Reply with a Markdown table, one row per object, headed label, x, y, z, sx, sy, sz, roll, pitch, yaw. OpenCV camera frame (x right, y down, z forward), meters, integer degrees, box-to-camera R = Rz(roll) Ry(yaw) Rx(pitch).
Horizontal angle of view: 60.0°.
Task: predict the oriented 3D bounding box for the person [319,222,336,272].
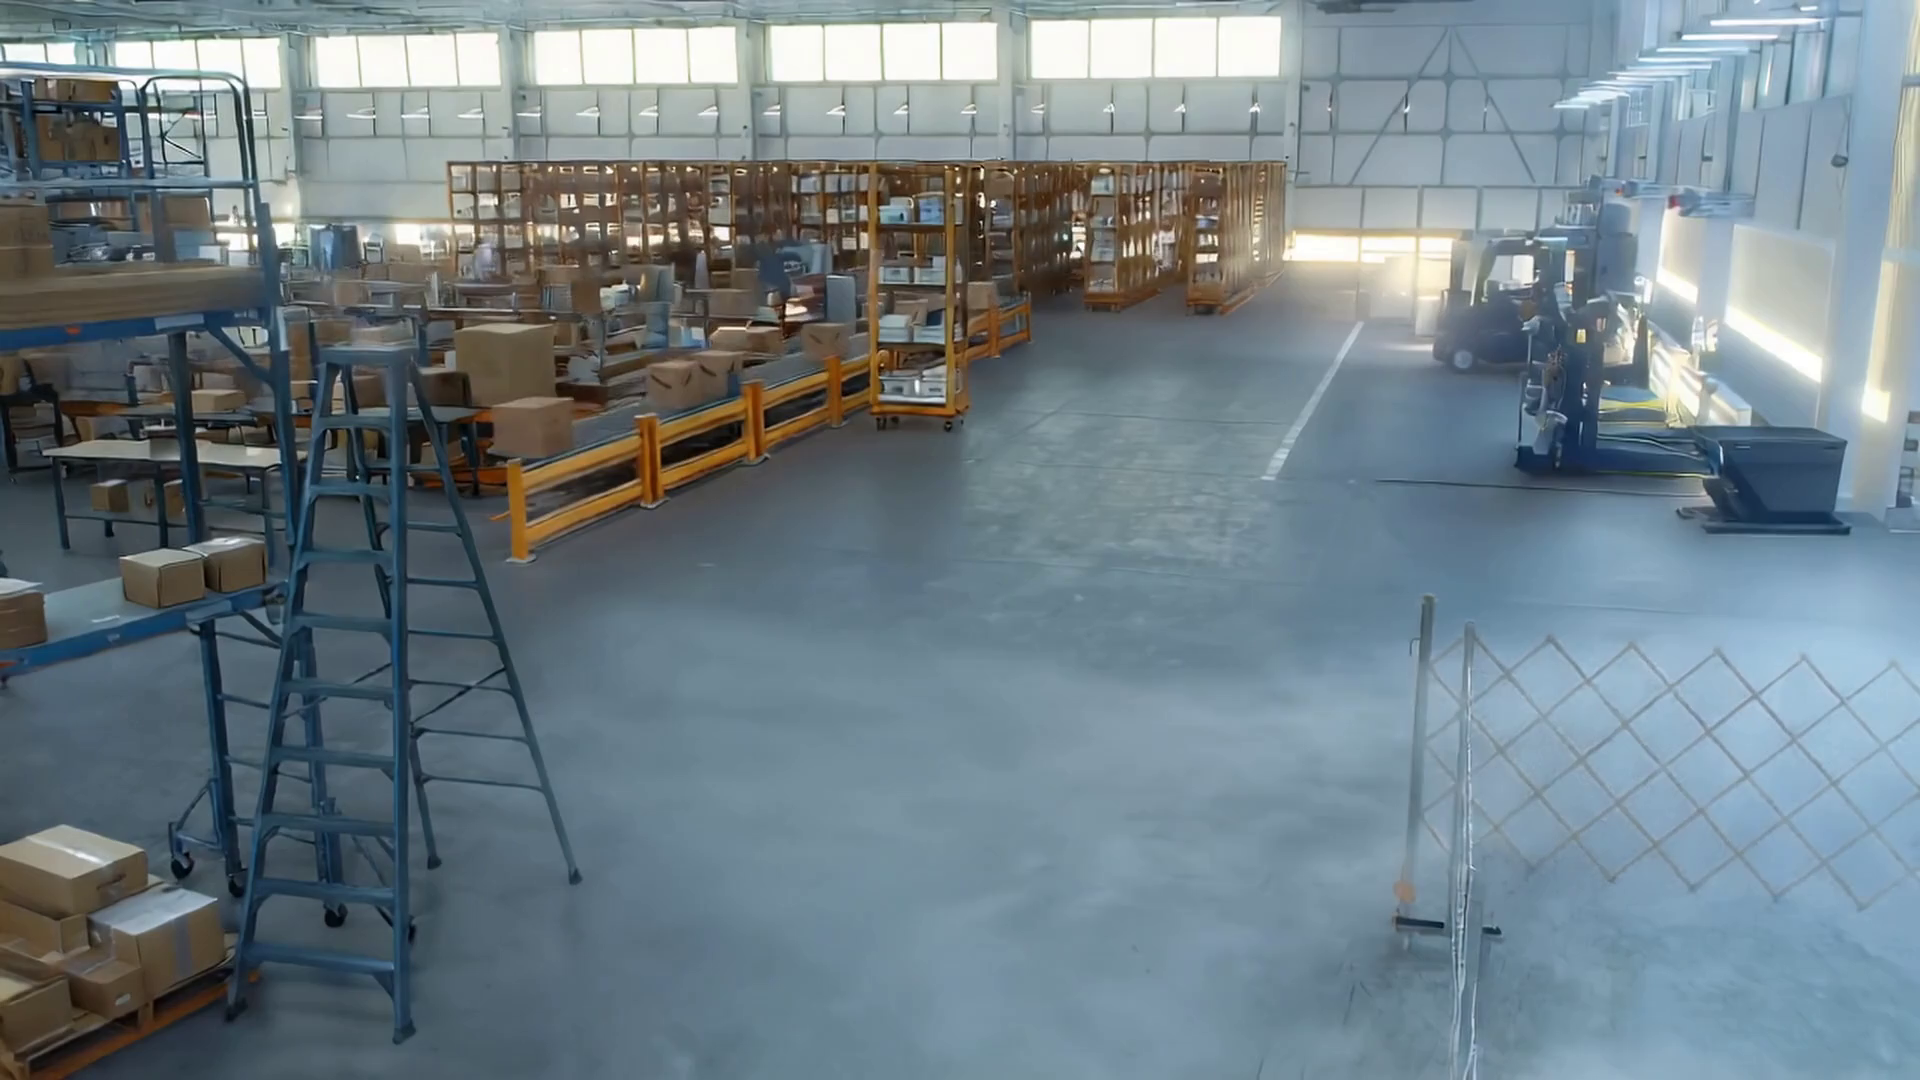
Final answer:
| label | x | y | z | sx | sy | sz | roll | pitch | yaw |
| --- | --- | --- | --- | --- | --- | --- | --- | --- | --- |
| person | -20.727 | -9.592 | 54.454 | 0.527 | 1.626 | 0.328 | 3 | 13 | 12 |

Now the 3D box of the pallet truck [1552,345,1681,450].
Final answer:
| label | x | y | z | sx | sy | sz | roll | pitch | yaw |
| --- | --- | --- | --- | --- | --- | --- | --- | --- | --- |
| pallet truck | 8.641 | -1.896 | 21.908 | 1.630 | 1.274 | 0.653 | 4 | 14 | 16 |

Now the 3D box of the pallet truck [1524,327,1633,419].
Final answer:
| label | x | y | z | sx | sy | sz | roll | pitch | yaw |
| --- | --- | --- | --- | --- | --- | --- | --- | --- | --- |
| pallet truck | 9.065 | -2.460 | 24.370 | 1.522 | 1.261 | 0.704 | 3 | 13 | 14 |

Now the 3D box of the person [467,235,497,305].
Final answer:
| label | x | y | z | sx | sy | sz | roll | pitch | yaw |
| --- | --- | --- | --- | --- | --- | --- | --- | --- | --- |
| person | -12.200 | -6.869 | 42.356 | 0.974 | 1.780 | 0.611 | 4 | 14 | 17 |

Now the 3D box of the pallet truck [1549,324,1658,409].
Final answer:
| label | x | y | z | sx | sy | sz | roll | pitch | yaw |
| --- | --- | --- | --- | --- | --- | --- | --- | --- | --- |
| pallet truck | 9.824 | -2.669 | 25.407 | 1.601 | 1.201 | 0.680 | 4 | 14 | 16 |

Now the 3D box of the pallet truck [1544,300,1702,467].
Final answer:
| label | x | y | z | sx | sy | sz | roll | pitch | yaw |
| --- | --- | --- | --- | --- | --- | --- | --- | --- | --- |
| pallet truck | 8.263 | -1.952 | 20.631 | 1.885 | 1.965 | 0.823 | 5 | 14 | 20 |

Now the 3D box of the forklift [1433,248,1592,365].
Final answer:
| label | x | y | z | sx | sy | sz | roll | pitch | yaw |
| --- | --- | --- | --- | --- | --- | --- | --- | --- | --- |
| forklift | 9.780 | -4.111 | 29.280 | 2.680 | 1.987 | 1.157 | 3 | 13 | 14 |

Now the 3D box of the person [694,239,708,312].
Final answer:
| label | x | y | z | sx | sy | sz | roll | pitch | yaw |
| --- | --- | --- | --- | --- | --- | --- | --- | --- | --- |
| person | -6.295 | -6.420 | 40.457 | 0.327 | 1.760 | 0.523 | 1 | 13 | 5 |

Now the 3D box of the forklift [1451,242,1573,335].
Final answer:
| label | x | y | z | sx | sy | sz | roll | pitch | yaw |
| --- | --- | --- | --- | --- | --- | --- | --- | --- | --- |
| forklift | 10.464 | -4.597 | 31.405 | 2.680 | 1.987 | 1.157 | 4 | 14 | 16 |

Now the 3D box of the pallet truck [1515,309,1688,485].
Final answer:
| label | x | y | z | sx | sy | sz | roll | pitch | yaw |
| --- | --- | --- | --- | --- | --- | --- | --- | --- | --- |
| pallet truck | 7.554 | -1.677 | 19.446 | 1.885 | 1.965 | 0.823 | 3 | 13 | 14 |

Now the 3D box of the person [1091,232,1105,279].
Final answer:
| label | x | y | z | sx | sy | sz | roll | pitch | yaw |
| --- | --- | --- | --- | --- | --- | --- | --- | --- | --- |
| person | 3.980 | -8.129 | 47.338 | 0.610 | 1.980 | 0.629 | 4 | 14 | 16 |

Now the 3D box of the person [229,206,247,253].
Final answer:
| label | x | y | z | sx | sy | sz | roll | pitch | yaw |
| --- | --- | --- | --- | --- | --- | --- | --- | --- | --- |
| person | -27.067 | -11.565 | 62.439 | 0.597 | 1.888 | 0.981 | 1 | 13 | 3 |

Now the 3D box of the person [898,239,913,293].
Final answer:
| label | x | y | z | sx | sy | sz | roll | pitch | yaw |
| --- | --- | --- | --- | --- | --- | --- | --- | --- | --- |
| person | -1.196 | -6.147 | 39.121 | 0.657 | 1.820 | 0.594 | 6 | 14 | 23 |

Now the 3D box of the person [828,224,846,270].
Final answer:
| label | x | y | z | sx | sy | sz | roll | pitch | yaw |
| --- | --- | --- | --- | --- | --- | --- | --- | --- | --- |
| person | -3.533 | -8.479 | 48.835 | 0.640 | 1.992 | 1.004 | 2 | 13 | 9 |
